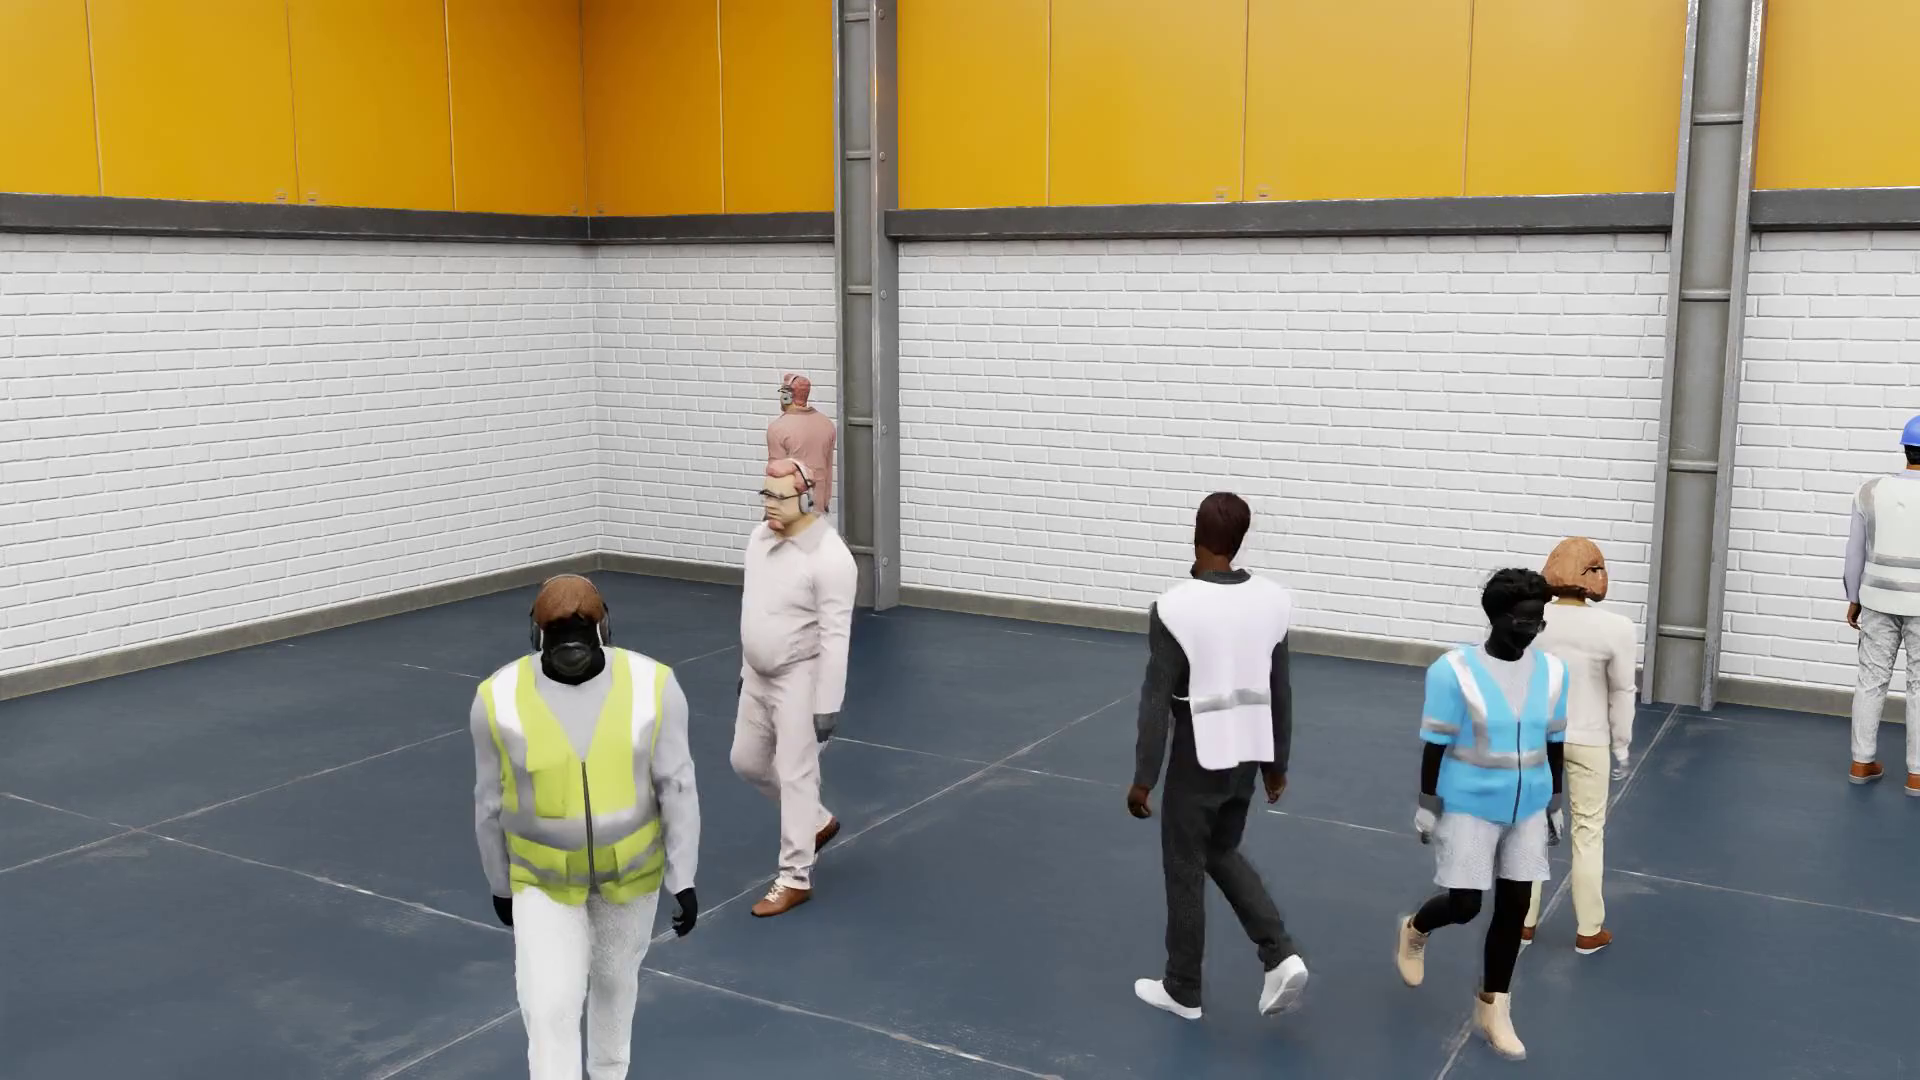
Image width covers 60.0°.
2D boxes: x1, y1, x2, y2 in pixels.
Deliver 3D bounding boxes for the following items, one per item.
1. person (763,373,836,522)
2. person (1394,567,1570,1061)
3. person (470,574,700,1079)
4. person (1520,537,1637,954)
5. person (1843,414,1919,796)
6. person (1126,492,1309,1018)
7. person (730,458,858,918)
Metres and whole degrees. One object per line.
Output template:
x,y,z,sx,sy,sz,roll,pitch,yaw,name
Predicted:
-1.217,-0.278,12.361,0.408,1.913,0.644,7,12,39,person
1.808,0.896,5.748,0.552,1.672,0.543,-2,9,-12,person
-1.055,1.000,4.759,0.627,1.793,0.952,-3,10,-17,person
2.367,0.797,6.517,0.502,1.632,0.284,5,10,30,person
4.845,0.323,8.492,0.397,1.946,0.617,-7,11,-37,person
0.920,0.784,5.804,0.624,1.889,0.587,-7,11,-36,person
-0.712,0.592,6.974,0.548,1.894,0.703,-8,12,-40,person
